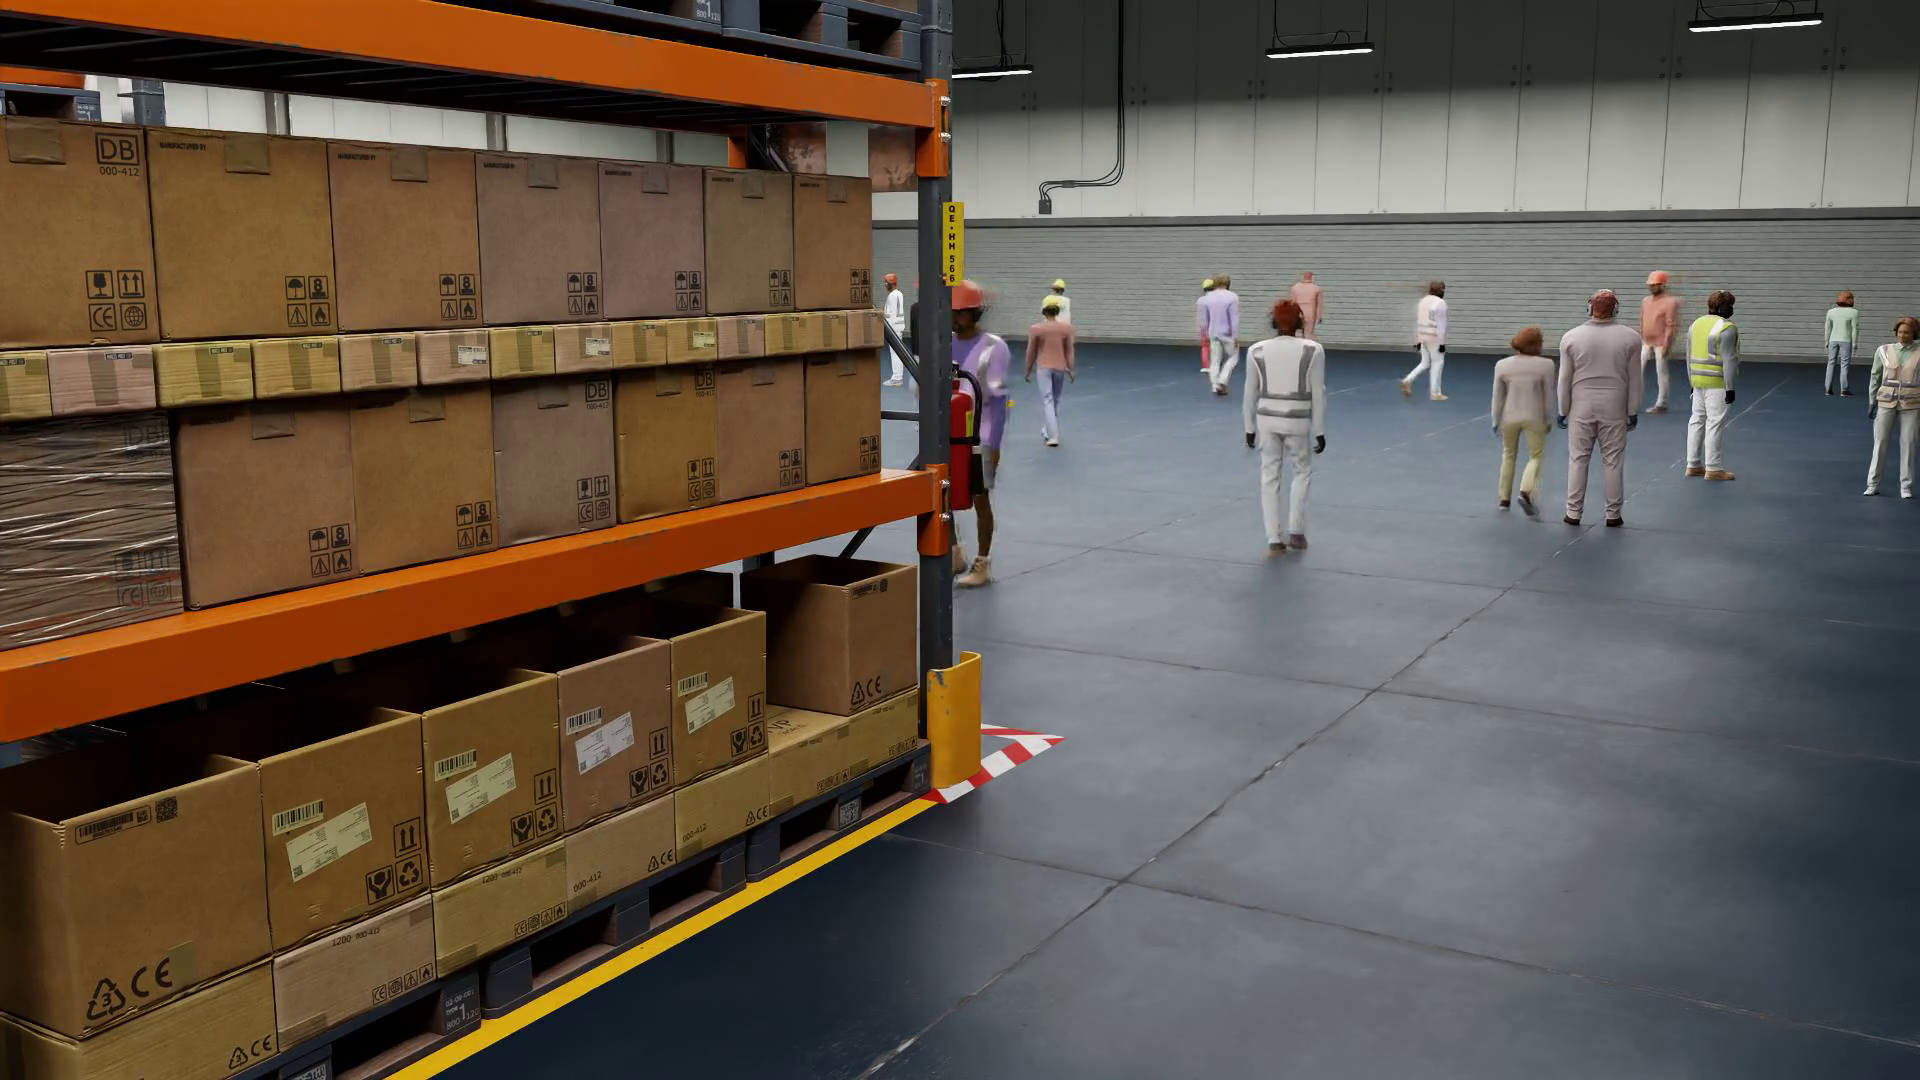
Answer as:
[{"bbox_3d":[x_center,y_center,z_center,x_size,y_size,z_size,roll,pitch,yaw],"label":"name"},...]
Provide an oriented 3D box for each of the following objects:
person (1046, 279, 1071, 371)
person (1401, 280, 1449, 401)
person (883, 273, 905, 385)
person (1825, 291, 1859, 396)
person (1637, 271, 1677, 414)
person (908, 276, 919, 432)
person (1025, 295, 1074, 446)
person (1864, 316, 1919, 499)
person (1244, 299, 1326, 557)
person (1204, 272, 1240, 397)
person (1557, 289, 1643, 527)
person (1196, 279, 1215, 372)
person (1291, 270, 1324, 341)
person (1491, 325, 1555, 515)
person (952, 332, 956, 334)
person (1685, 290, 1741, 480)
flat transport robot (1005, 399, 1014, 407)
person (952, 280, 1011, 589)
[{"bbox_3d":[1.843,-4.036,31.334,0.539,1.748,0.708,7,12,35],"label":"person"},{"bbox_3d":[7.046,-2.995,25.033,0.633,1.828,0.639,-3,10,-19],"label":"person"},{"bbox_3d":[-1.119,-3.547,28.061,0.353,1.886,0.573,2,10,10],"label":"person"},{"bbox_3d":[13.788,-3.074,26.028,0.288,1.633,0.501,-7,12,-36],"label":"person"},{"bbox_3d":[9.451,-2.696,22.825,0.837,1.964,0.654,-5,11,-25],"label":"person"},{"bbox_3d":[-0.397,-2.244,20.166,0.605,1.971,0.448,6,11,31],"label":"person"},{"bbox_3d":[1.027,-1.967,19.276,0.545,1.711,0.898,-2,10,-14],"label":"person"},{"bbox_3d":[8.480,-1.195,15.011,0.514,1.639,0.310,7,12,34],"label":"person"},{"bbox_3d":[2.395,-0.828,12.193,0.616,1.863,0.672,4,10,21],"label":"person"},{"bbox_3d":[4.049,-3.148,25.608,0.443,1.924,0.658,-9,13,-44],"label":"person"},{"bbox_3d":[5.151,-1.059,13.429,0.636,1.911,0.406,3,10,19],"label":"person"},{"bbox_3d":[4.668,-3.989,31.033,0.543,1.753,0.466,-3,10,-14],"label":"person"},{"bbox_3d":[7.249,-4.684,34.703,0.680,1.880,0.754,4,10,22],"label":"person"},{"bbox_3d":[4.726,-1.008,14.017,0.500,1.607,0.671,6,11,31],"label":"person"},{"bbox_3d":[-0.202,-4.032,31.127,0.638,1.807,0.594,-3,10,-19],"label":"person"},{"bbox_3d":[7.378,-1.510,16.265,0.429,1.842,0.637,-2,10,-12],"label":"person"},{"bbox_3d":[0.120,-1.942,23.386,0.652,0.197,1.431,6,11,31],"label":"flat transport robot"},{"bbox_3d":[0.037,-0.669,10.817,0.610,2.025,0.544,6,11,32],"label":"person"}]
